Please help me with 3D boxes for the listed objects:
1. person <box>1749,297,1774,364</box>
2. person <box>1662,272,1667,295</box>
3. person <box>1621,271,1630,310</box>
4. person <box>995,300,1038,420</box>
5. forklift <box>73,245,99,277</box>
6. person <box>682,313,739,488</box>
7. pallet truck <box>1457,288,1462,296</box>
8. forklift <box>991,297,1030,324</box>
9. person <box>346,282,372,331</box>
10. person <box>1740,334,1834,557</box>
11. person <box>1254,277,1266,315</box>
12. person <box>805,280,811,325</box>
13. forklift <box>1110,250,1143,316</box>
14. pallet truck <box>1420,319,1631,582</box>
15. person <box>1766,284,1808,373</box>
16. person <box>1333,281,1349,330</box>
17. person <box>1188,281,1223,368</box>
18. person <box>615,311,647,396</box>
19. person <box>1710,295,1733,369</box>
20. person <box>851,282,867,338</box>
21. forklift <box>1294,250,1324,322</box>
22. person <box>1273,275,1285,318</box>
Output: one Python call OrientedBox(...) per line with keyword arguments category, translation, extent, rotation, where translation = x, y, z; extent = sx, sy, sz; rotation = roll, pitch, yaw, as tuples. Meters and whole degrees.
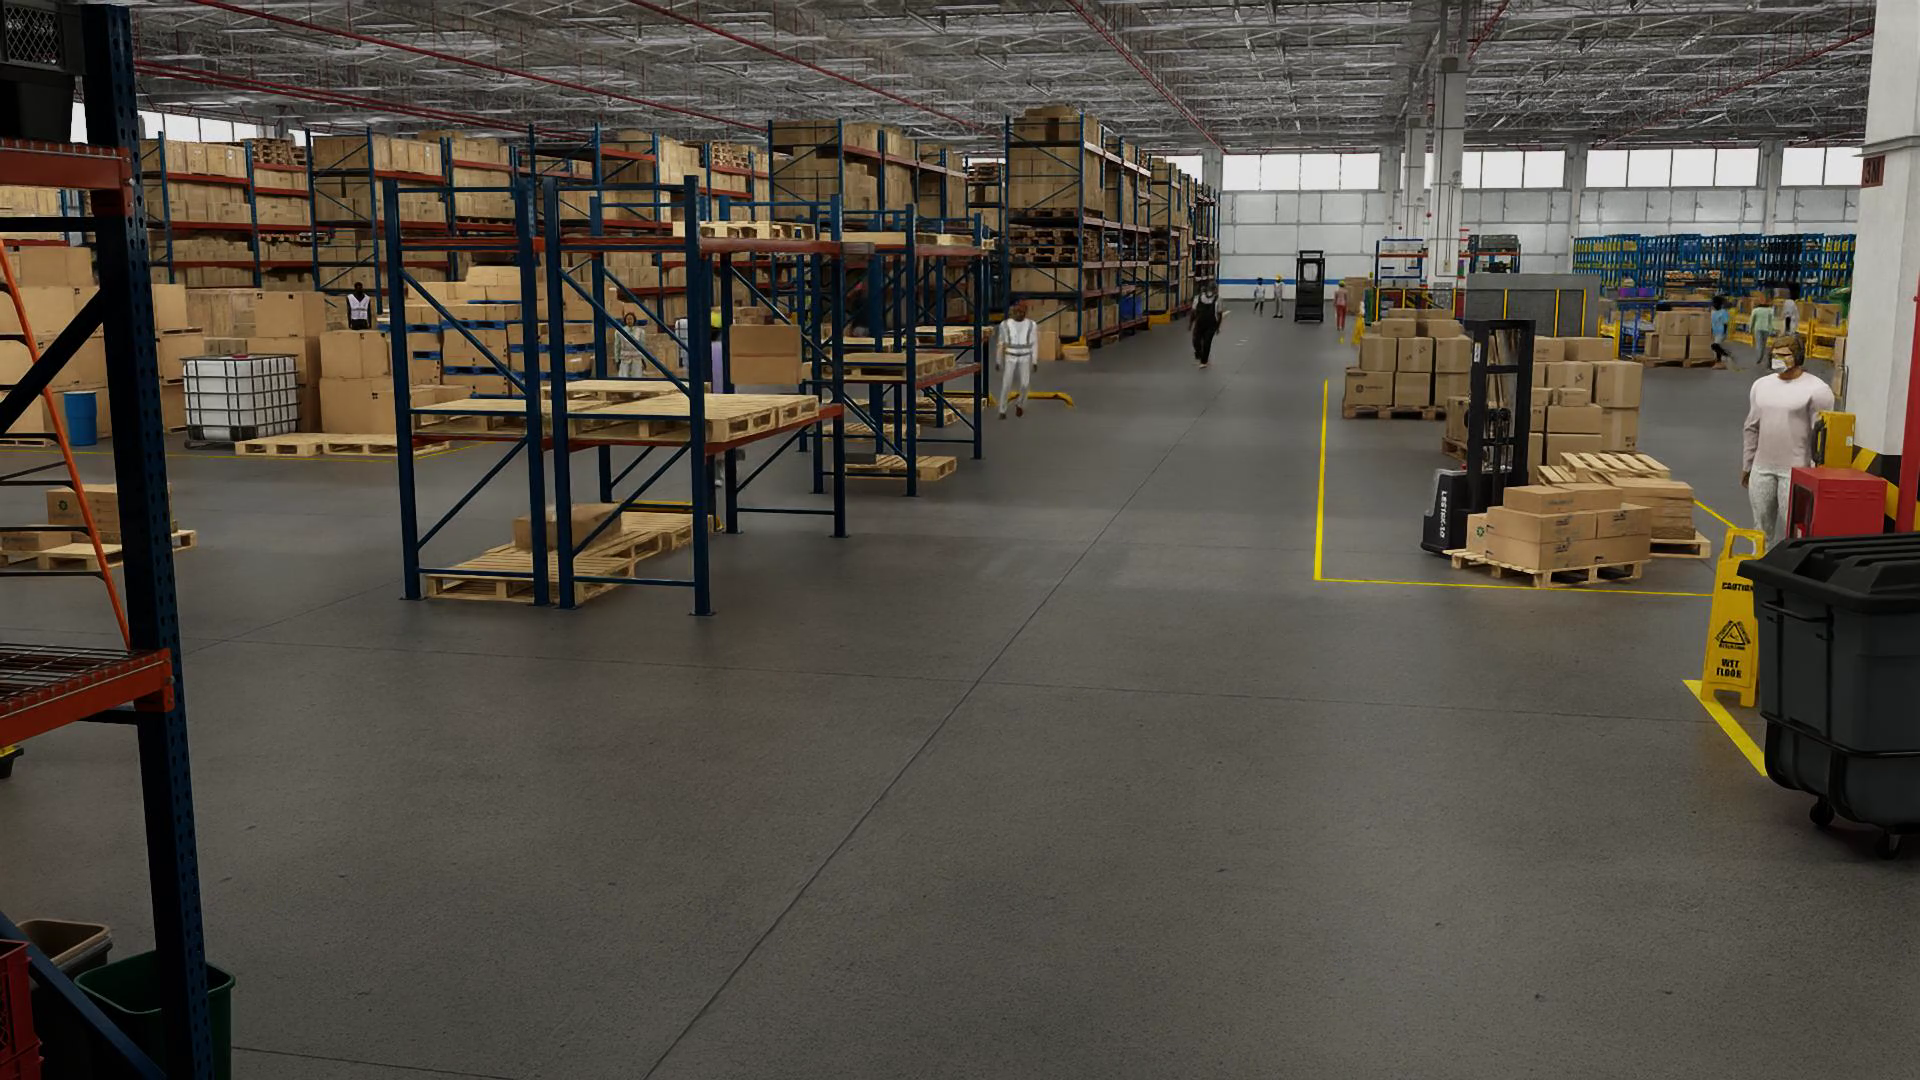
OrientedBox(category="person", translation=(18.977, -4.955, 39.365), extent=(0.517, 1.597, 0.845), rotation=(2, 10, 14))
OrientedBox(category="person", translation=(36.323, -12.862, 85.466), extent=(0.587, 1.829, 0.460), rotation=(1, 10, 7))
OrientedBox(category="person", translation=(32.285, -12.095, 80.587), extent=(0.404, 1.945, 0.615), rotation=(5, 11, 28))
OrientedBox(category="person", translation=(0.864, -2.757, 25.554), extent=(0.673, 1.855, 0.473), rotation=(-1, 10, -5))
OrientedBox(category="forklift", translation=(-22.589, -6.286, 43.430), extent=(1.873, 2.768, 1.129), rotation=(2, 10, 12))
OrientedBox(category="person", translation=(-2.754, -1.539, 18.276), extent=(0.613, 1.876, 0.966), rotation=(-4, 10, -22))
OrientedBox(category="pallet truck", translation=(20.506, -9.785, 68.819), extent=(0.653, 1.274, 1.630), rotation=(2, 10, 12))
OrientedBox(category="forklift", translation=(2.201, -9.498, 62.452), extent=(1.873, 2.768, 1.129), rotation=(2, 10, 11))
OrientedBox(category="person", translation=(-14.948, -5.459, 41.415), extent=(0.591, 1.910, 0.389), rotation=(-6, 11, -33))
OrientedBox(category="person", translation=(5.940, -0.512, 12.020), extent=(0.354, 1.938, 0.635), rotation=(-5, 11, -30))
OrientedBox(category="person", translation=(13.245, -10.760, 73.462), extent=(0.536, 1.688, 0.392), rotation=(-2, 10, -14))
OrientedBox(category="person", translation=(-5.628, -8.882, 62.301), extent=(0.537, 1.696, 0.318), rotation=(-3, 10, -19))
OrientedBox(category="forklift", translation=(5.779, -9.303, 61.296), extent=(1.873, 2.768, 1.129), rotation=(2, 10, 12))
OrientedBox(category="pallet truck", translation=(4.543, -0.757, 13.299), extent=(0.823, 1.965, 1.885), rotation=(-4, 10, -22))
OrientedBox(category="person", translation=(18.107, -4.613, 36.311), extent=(0.813, 1.940, 0.623), rotation=(4, 11, 24))
OrientedBox(category="person", translation=(13.410, -8.252, 58.506), extent=(0.535, 1.720, 0.893), rotation=(3, 10, 15))
OrientedBox(category="person", translation=(5.555, -4.903, 37.720), extent=(0.770, 2.000, 0.553), rotation=(3, 10, 18))
OrientedBox(category="person", translation=(-5.293, -2.851, 26.753), extent=(0.515, 1.641, 0.315), rotation=(-4, 10, -23))
OrientedBox(category="person", translation=(17.131, -4.668, 37.410), extent=(0.525, 1.667, 0.539), rotation=(-1, 10, -6))
OrientedBox(category="person", translation=(-2.222, -4.883, 37.800), extent=(0.808, 1.975, 0.611), rotation=(2, 10, 13))
OrientedBox(category="forklift", translation=(13.778, -10.002, 65.433), extent=(1.129, 2.768, 1.873), rotation=(2, 10, 12))
OrientedBox(category="person", translation=(13.452, -10.277, 70.208), extent=(0.404, 1.826, 0.592), rotation=(-6, 11, -33))
